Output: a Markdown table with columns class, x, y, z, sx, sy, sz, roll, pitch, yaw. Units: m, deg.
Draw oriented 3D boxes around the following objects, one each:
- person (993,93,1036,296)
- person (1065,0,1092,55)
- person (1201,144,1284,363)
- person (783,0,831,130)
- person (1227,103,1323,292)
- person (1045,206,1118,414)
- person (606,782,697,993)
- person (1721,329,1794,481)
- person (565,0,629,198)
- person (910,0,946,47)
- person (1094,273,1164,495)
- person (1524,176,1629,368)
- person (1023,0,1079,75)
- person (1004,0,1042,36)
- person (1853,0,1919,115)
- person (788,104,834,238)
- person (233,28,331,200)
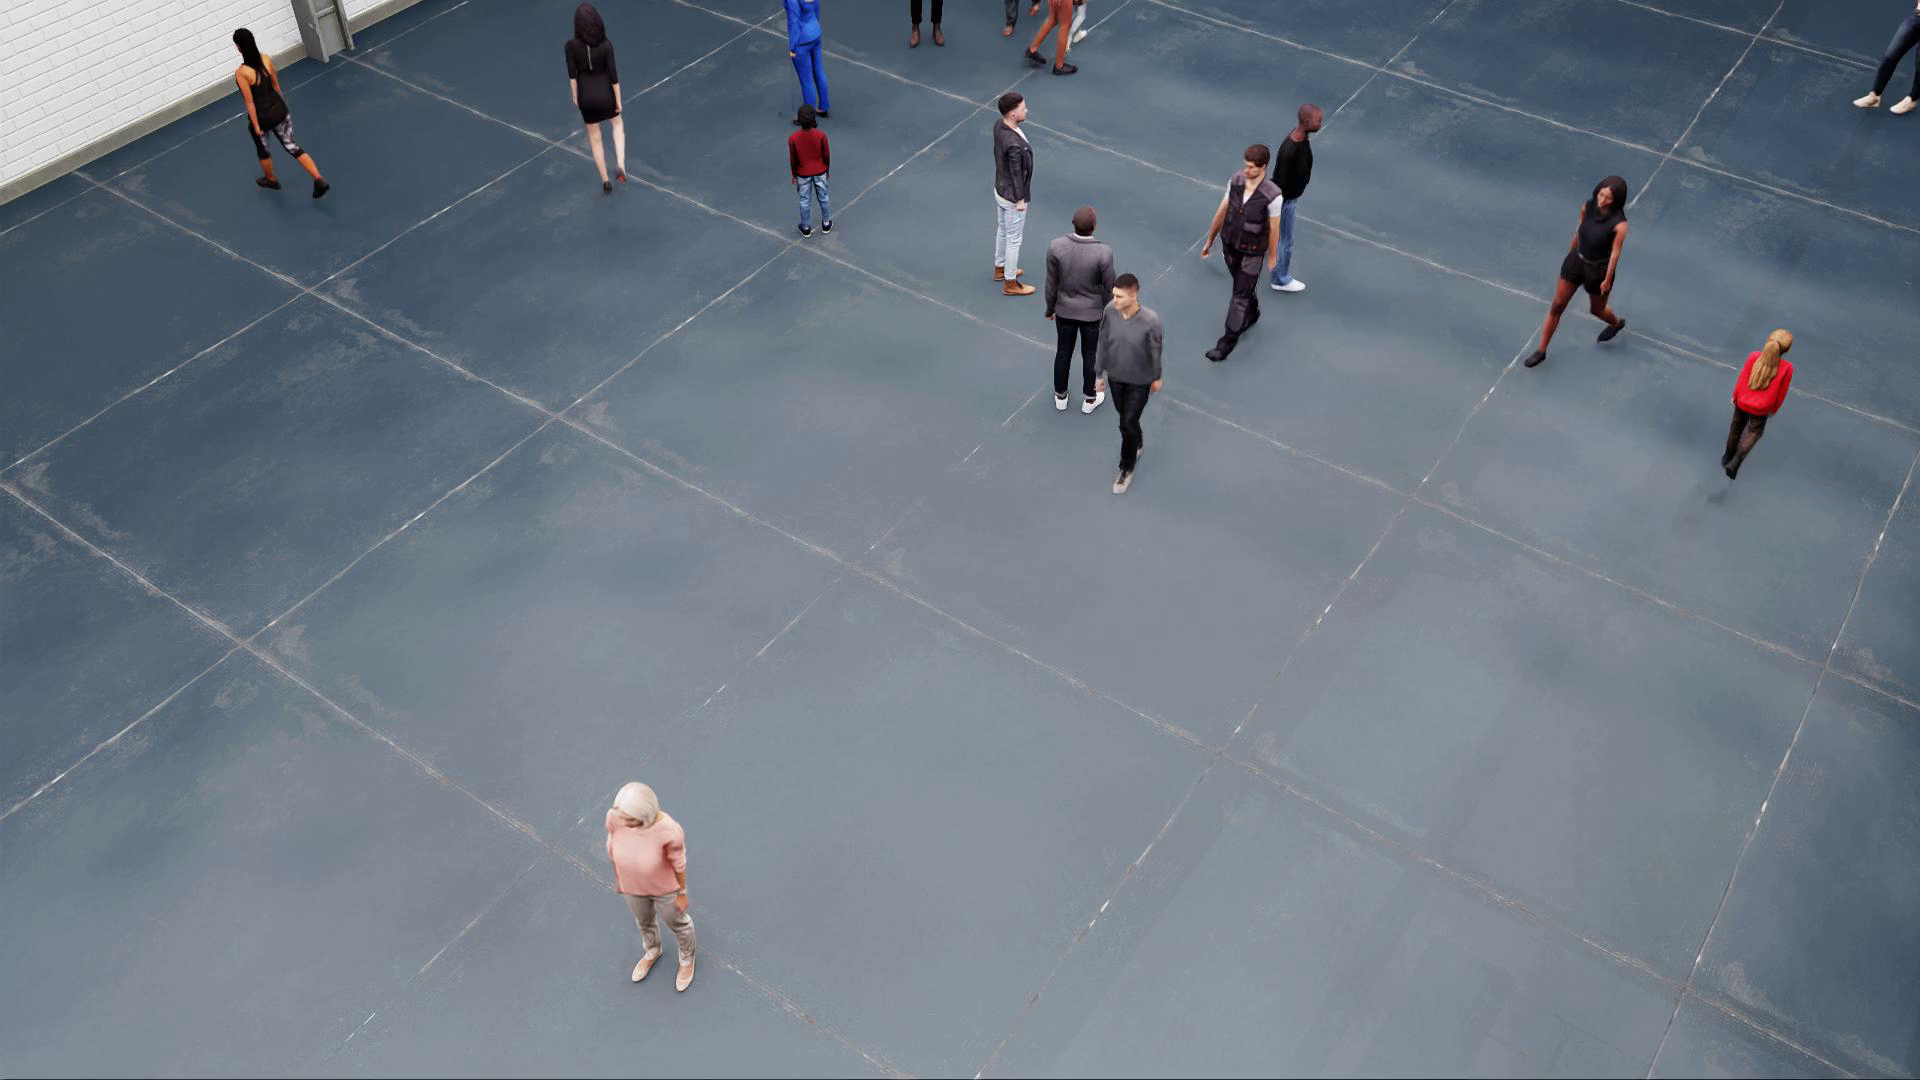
| class | x | y | z | sx | sy | sz | roll | pitch | yaw |
| --- | --- | --- | --- | --- | --- | --- | --- | --- | --- |
| person | 0.422 | -2.890 | 13.862 | 0.765 | 1.837 | 0.737 | -12 | 45 | -12 |
| person | 1.168 | -5.663 | 17.172 | 0.547 | 1.285 | 0.821 | 29 | 51 | 27 |
| person | 2.347 | -2.386 | 13.351 | 1.141 | 1.810 | 0.803 | -34 | 53 | -30 |
| person | -1.465 | -4.786 | 15.951 | 0.711 | 1.700 | 0.520 | 20 | 47 | 19 |
| person | 2.630 | -2.875 | 13.931 | 0.841 | 1.719 | 1.004 | 18 | 46 | 18 |
| person | 0.910 | -1.741 | 12.669 | 0.782 | 1.818 | 0.705 | 13 | 45 | 13 |
| person | -1.658 | 1.834 | 8.985 | 0.665 | 1.723 | 0.630 | 12 | 45 | 12 |
| person | 5.843 | -0.987 | 12.273 | 0.499 | 1.272 | 0.726 | 28 | 50 | 26 |
| person | -3.267 | -3.889 | 14.943 | 0.723 | 1.790 | 0.782 | -6 | 44 | -6 |
| person | -0.339 | -6.012 | 17.137 | 0.774 | 1.838 | 0.811 | -4 | 44 | -4 |
| person | 1.281 | -1.250 | 12.210 | 0.664 | 1.739 | 0.830 | 21 | 47 | 21 |
| person | 5.055 | -2.143 | 13.174 | 1.252 | 1.703 | 0.929 | -23 | 48 | -22 |
| person | 0.905 | -5.554 | 16.740 | 0.943 | 1.722 | 0.891 | -2 | 44 | -2 |
| person | 0.698 | -6.198 | 17.523 | 0.862 | 1.575 | 1.133 | 10 | 44 | 10 |
| person | 9.424 | -4.949 | 16.058 | 0.977 | 1.788 | 0.877 | -16 | 46 | -16 |
| person | -1.317 | -3.262 | 14.673 | 0.575 | 1.255 | 0.641 | -9 | 44 | -9 |
| person | -6.153 | -3.806 | 14.969 | 0.766 | 1.636 | 1.054 | 18 | 47 | 18 |
